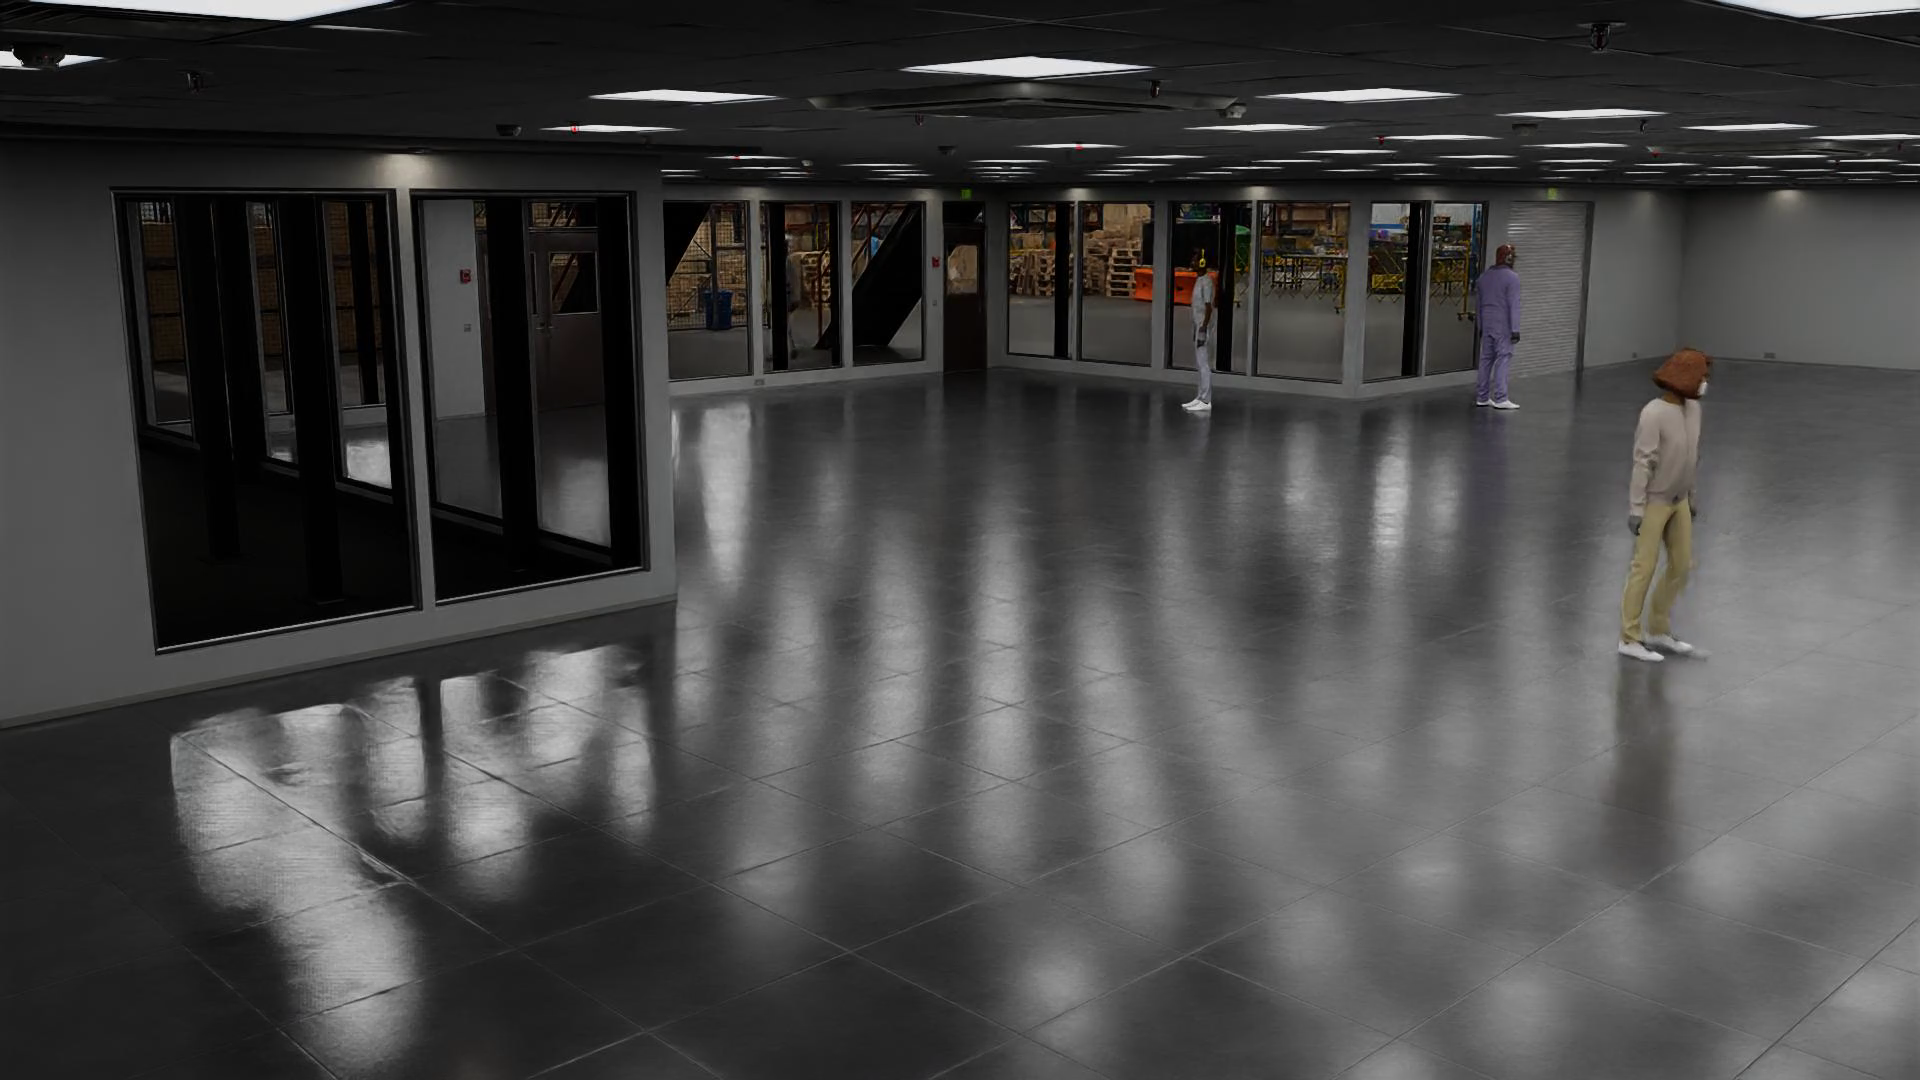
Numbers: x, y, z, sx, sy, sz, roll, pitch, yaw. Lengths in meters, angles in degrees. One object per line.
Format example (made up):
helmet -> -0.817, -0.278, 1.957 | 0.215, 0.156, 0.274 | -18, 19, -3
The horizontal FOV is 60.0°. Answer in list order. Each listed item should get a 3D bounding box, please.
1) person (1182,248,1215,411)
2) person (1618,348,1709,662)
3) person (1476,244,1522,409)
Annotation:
person -> 2.773, -2.427, 19.219 | 0.328, 1.873, 0.518 | 0, 11, 1
person -> 3.615, -0.177, 8.564 | 0.581, 1.624, 0.311 | -8, 14, -34
person -> 6.318, -2.485, 19.421 | 0.403, 1.904, 0.651 | -5, 12, -24
